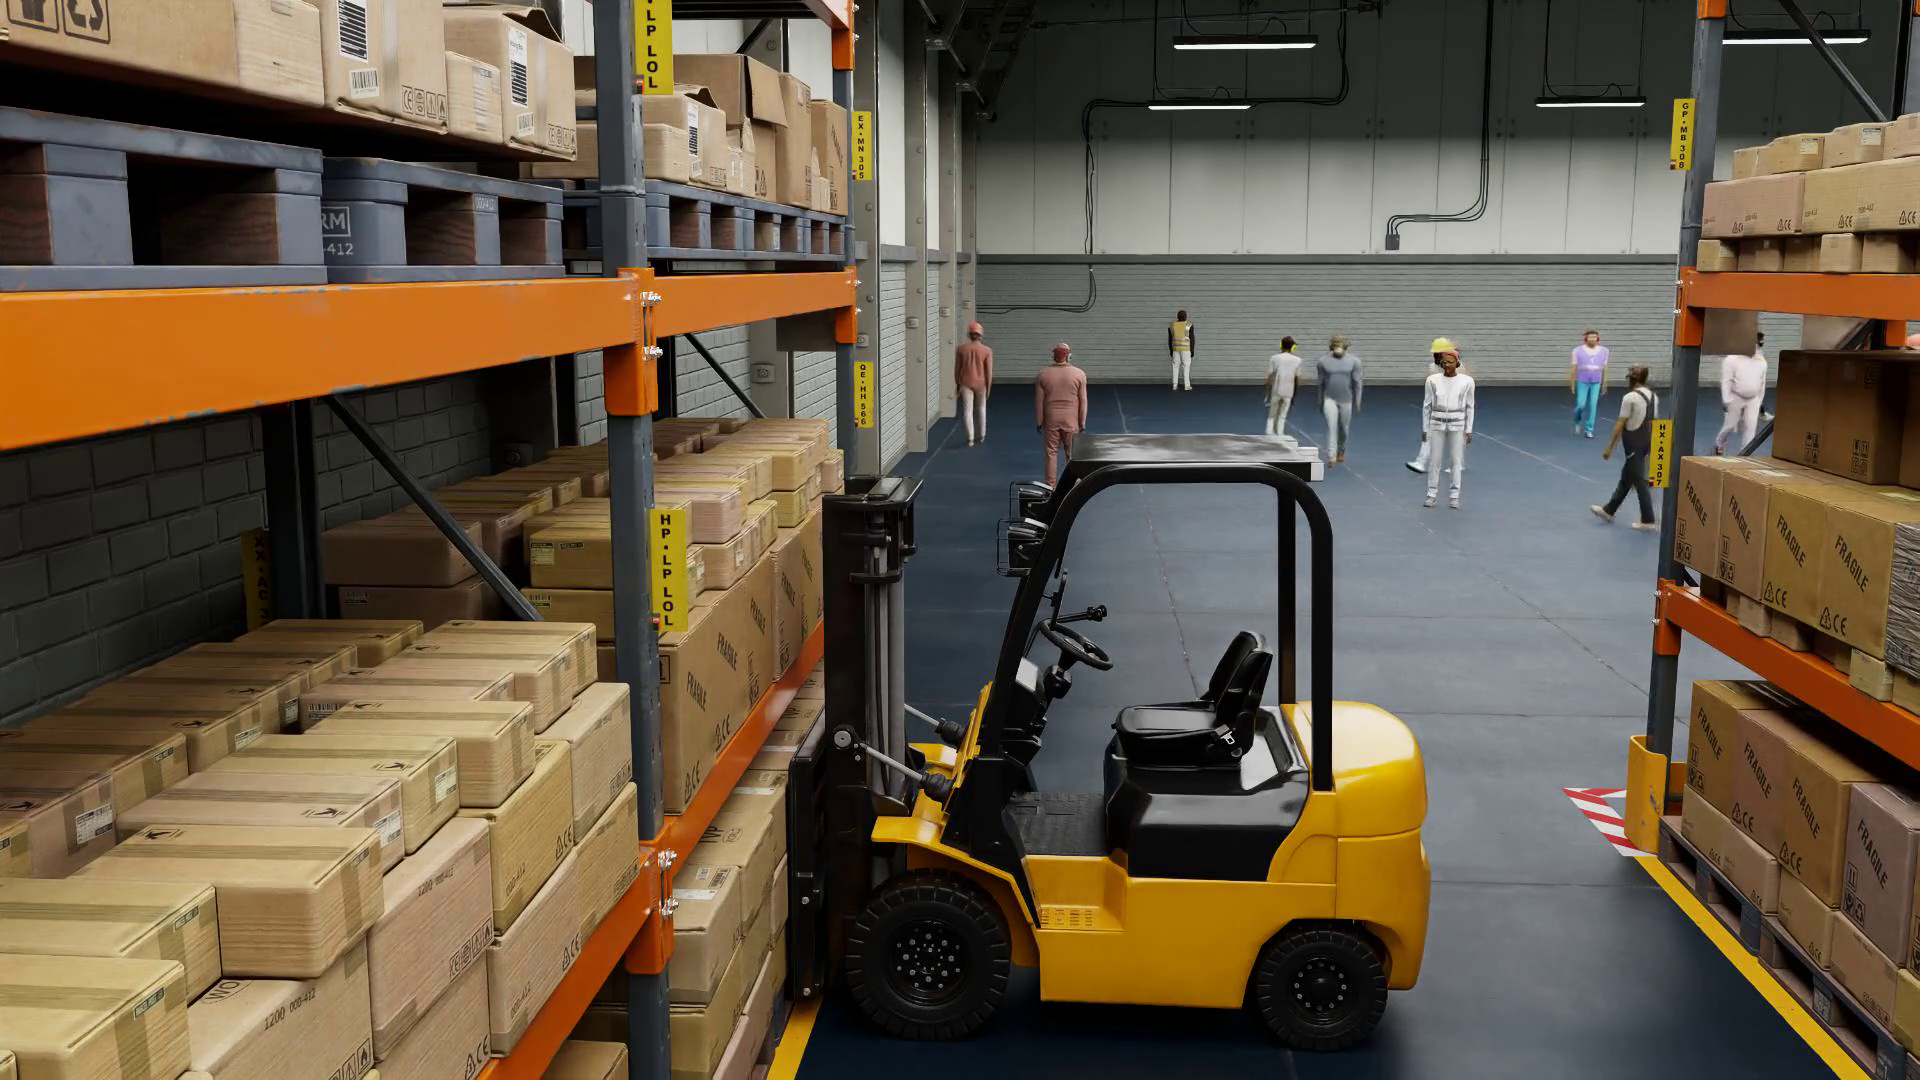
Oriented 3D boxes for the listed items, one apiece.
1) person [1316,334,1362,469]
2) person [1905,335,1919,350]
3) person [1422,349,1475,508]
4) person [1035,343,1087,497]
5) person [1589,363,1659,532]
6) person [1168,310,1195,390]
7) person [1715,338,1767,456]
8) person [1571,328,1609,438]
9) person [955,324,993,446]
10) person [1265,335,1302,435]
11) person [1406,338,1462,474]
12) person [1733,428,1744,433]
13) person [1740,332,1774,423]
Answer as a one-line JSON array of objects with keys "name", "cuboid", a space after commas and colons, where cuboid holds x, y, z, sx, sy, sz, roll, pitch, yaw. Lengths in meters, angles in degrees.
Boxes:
[{"name": "person", "cuboid": [5.403, -1.998, 23.783, 0.641, 1.905, 0.938, 2, 10, 12]}, {"name": "person", "cuboid": [13.823, -2.060, 24.281, 0.559, 1.872, 1.046, 1, 9, 5]}, {"name": "person", "cuboid": [5.774, -1.318, 19.703, 0.585, 1.882, 0.337, 4, 10, 22]}, {"name": "person", "cuboid": [1.253, -1.471, 20.563, 0.643, 1.910, 0.400, 1, 9, 8]}, {"name": "person", "cuboid": [7.277, -1.019, 18.148, 0.514, 1.801, 0.937, -7, 11, -35]}, {"name": "person", "cuboid": [5.119, -4.376, 38.355, 0.625, 1.847, 0.429, 5, 10, 26]}, {"name": "person", "cuboid": [11.313, -2.038, 24.074, 0.657, 1.885, 0.757, 0, 9, 1]}, {"name": "person", "cuboid": [10.466, -2.600, 27.654, 0.561, 1.831, 0.442, 1, 9, 9]}, {"name": "person", "cuboid": [0.225, -2.502, 26.743, 0.612, 1.925, 1.062, 0, 9, 3]}, {"name": "person", "cuboid": [4.812, -2.142, 24.865, 0.561, 1.824, 0.535, 1, 9, 7]}, {"name": "person", "cuboid": [6.582, -1.822, 22.803, 1.014, 1.865, 0.595, -6, 11, -31]}, {"name": "person", "cuboid": [13.357, -2.664, 28.419, 0.542, 1.697, 0.316, -2, 10, -10]}, {"name": "person", "cuboid": [14.561, -2.967, 30.378, 0.858, 1.642, 0.549, 9, 13, 42]}]
